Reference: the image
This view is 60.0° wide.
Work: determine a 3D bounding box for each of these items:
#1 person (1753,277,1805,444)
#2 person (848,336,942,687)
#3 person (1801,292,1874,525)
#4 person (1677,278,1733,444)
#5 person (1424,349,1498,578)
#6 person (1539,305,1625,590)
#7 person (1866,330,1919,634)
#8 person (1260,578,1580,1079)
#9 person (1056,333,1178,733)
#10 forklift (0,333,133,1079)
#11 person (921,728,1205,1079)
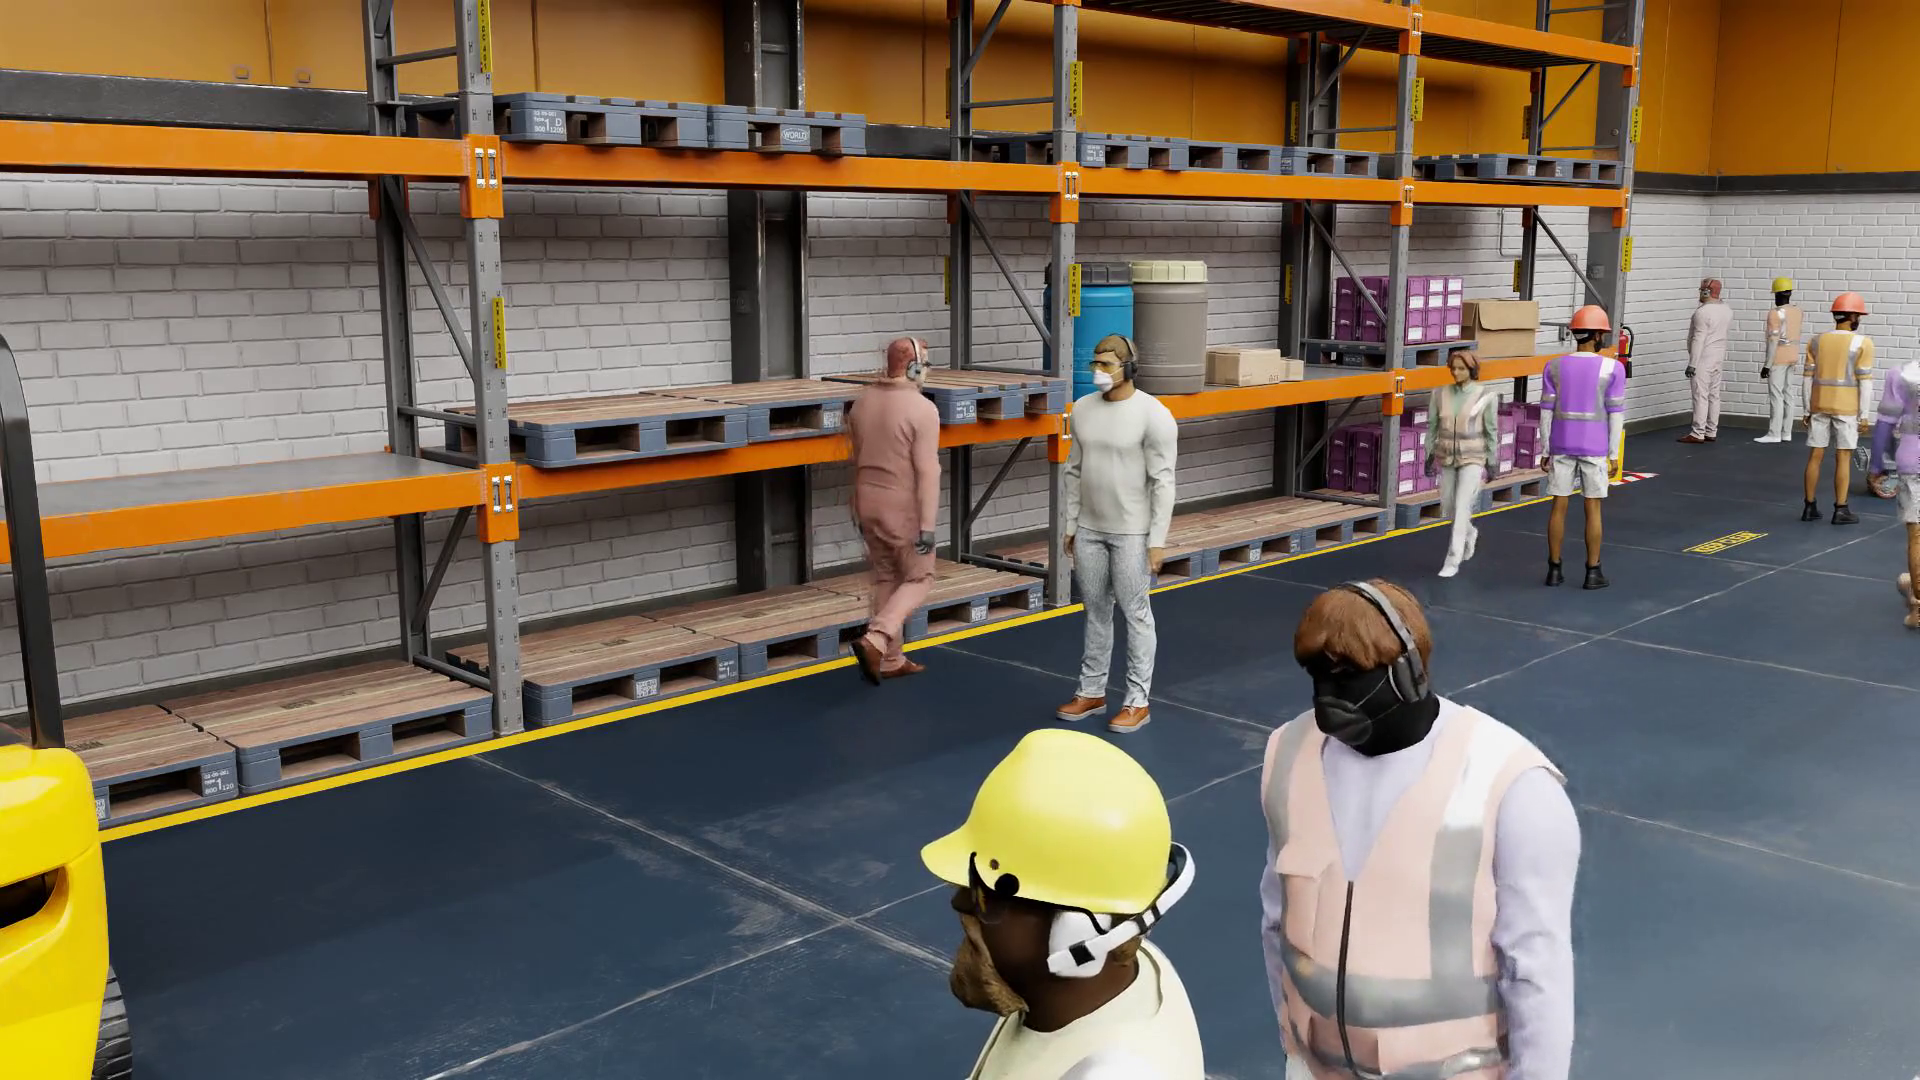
[{"bbox_3d":[9.502,-2.077,19.289,0.589,1.924,0.383,-6,12,-31],"label":"person"},{"bbox_3d":[-0.377,-0.133,8.805,0.675,1.884,0.594,10,14,43],"label":"person"},{"bbox_3d":[7.340,-1.098,13.921,0.374,1.934,0.548,-8,13,-37],"label":"person"},{"bbox_3d":[8.642,-2.075,19.312,0.641,1.913,0.408,-8,13,-36],"label":"person"},{"bbox_3d":[3.610,-0.568,11.919,0.523,1.614,0.722,9,14,40],"label":"person"},{"bbox_3d":[4.235,-0.628,11.361,0.547,1.934,0.376,7,12,33],"label":"person"},{"bbox_3d":[5.990,-0.465,10.306,0.618,1.986,1.038,2,11,13],"label":"person"},{"bbox_3d":[0.875,0.947,3.130,0.660,1.809,0.797,10,14,42],"label":"person"},{"bbox_3d":[0.758,-0.035,8.112,0.627,1.941,0.374,10,14,43],"label":"person"},{"bbox_3d":[-3.289,0.485,4.582,1.214,2.155,2.313,-10,14,-44],"label":"forklift"},{"bbox_3d":[0.116,1.121,2.087,0.403,1.837,0.588,1,10,4],"label":"person"}]
